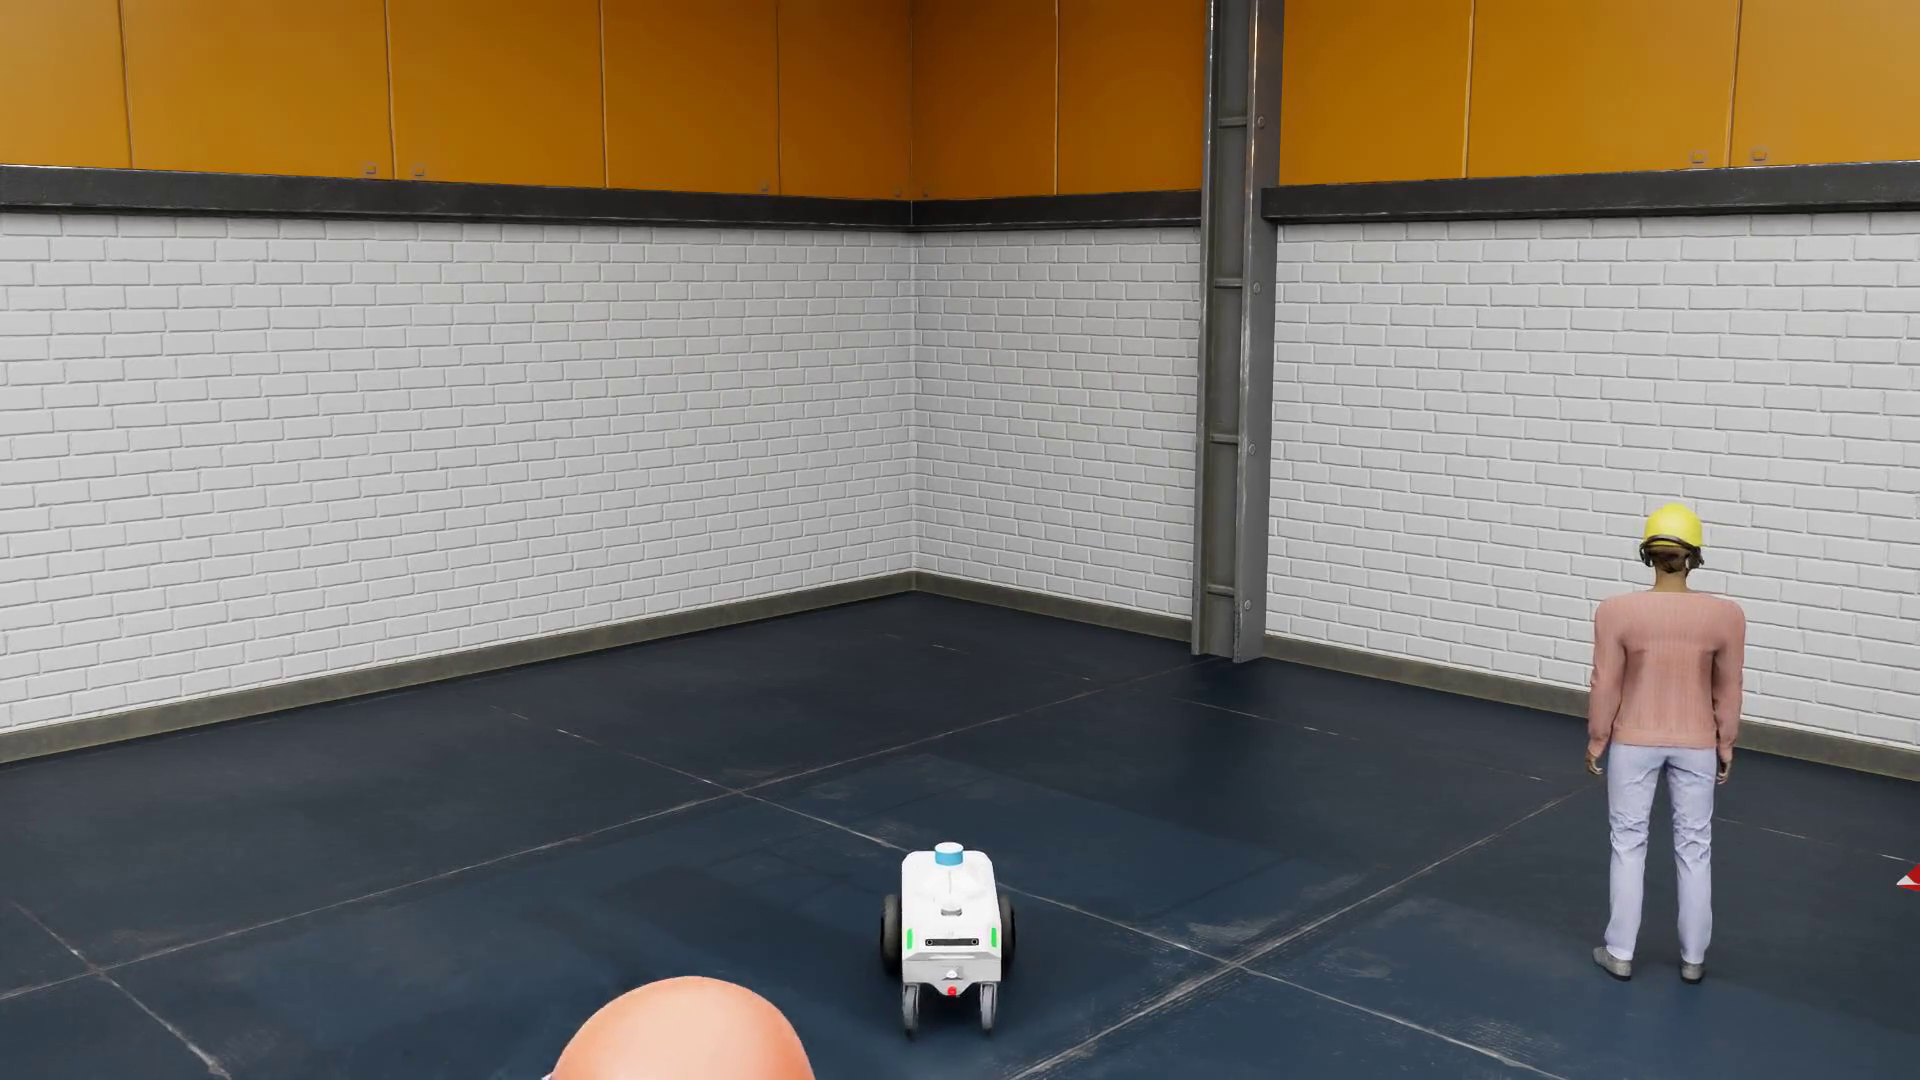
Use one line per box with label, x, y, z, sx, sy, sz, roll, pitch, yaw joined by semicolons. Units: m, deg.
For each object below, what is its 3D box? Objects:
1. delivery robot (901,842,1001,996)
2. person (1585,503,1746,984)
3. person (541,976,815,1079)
delivery robot;-0.039;1.326;5.938;0.477;0.478;0.707;0;9;-2
person;2.563;0.745;6.093;0.528;1.765;0.328;2;9;11
person;-0.189;1.374;1.650;0.970;1.949;0.646;3;10;18
